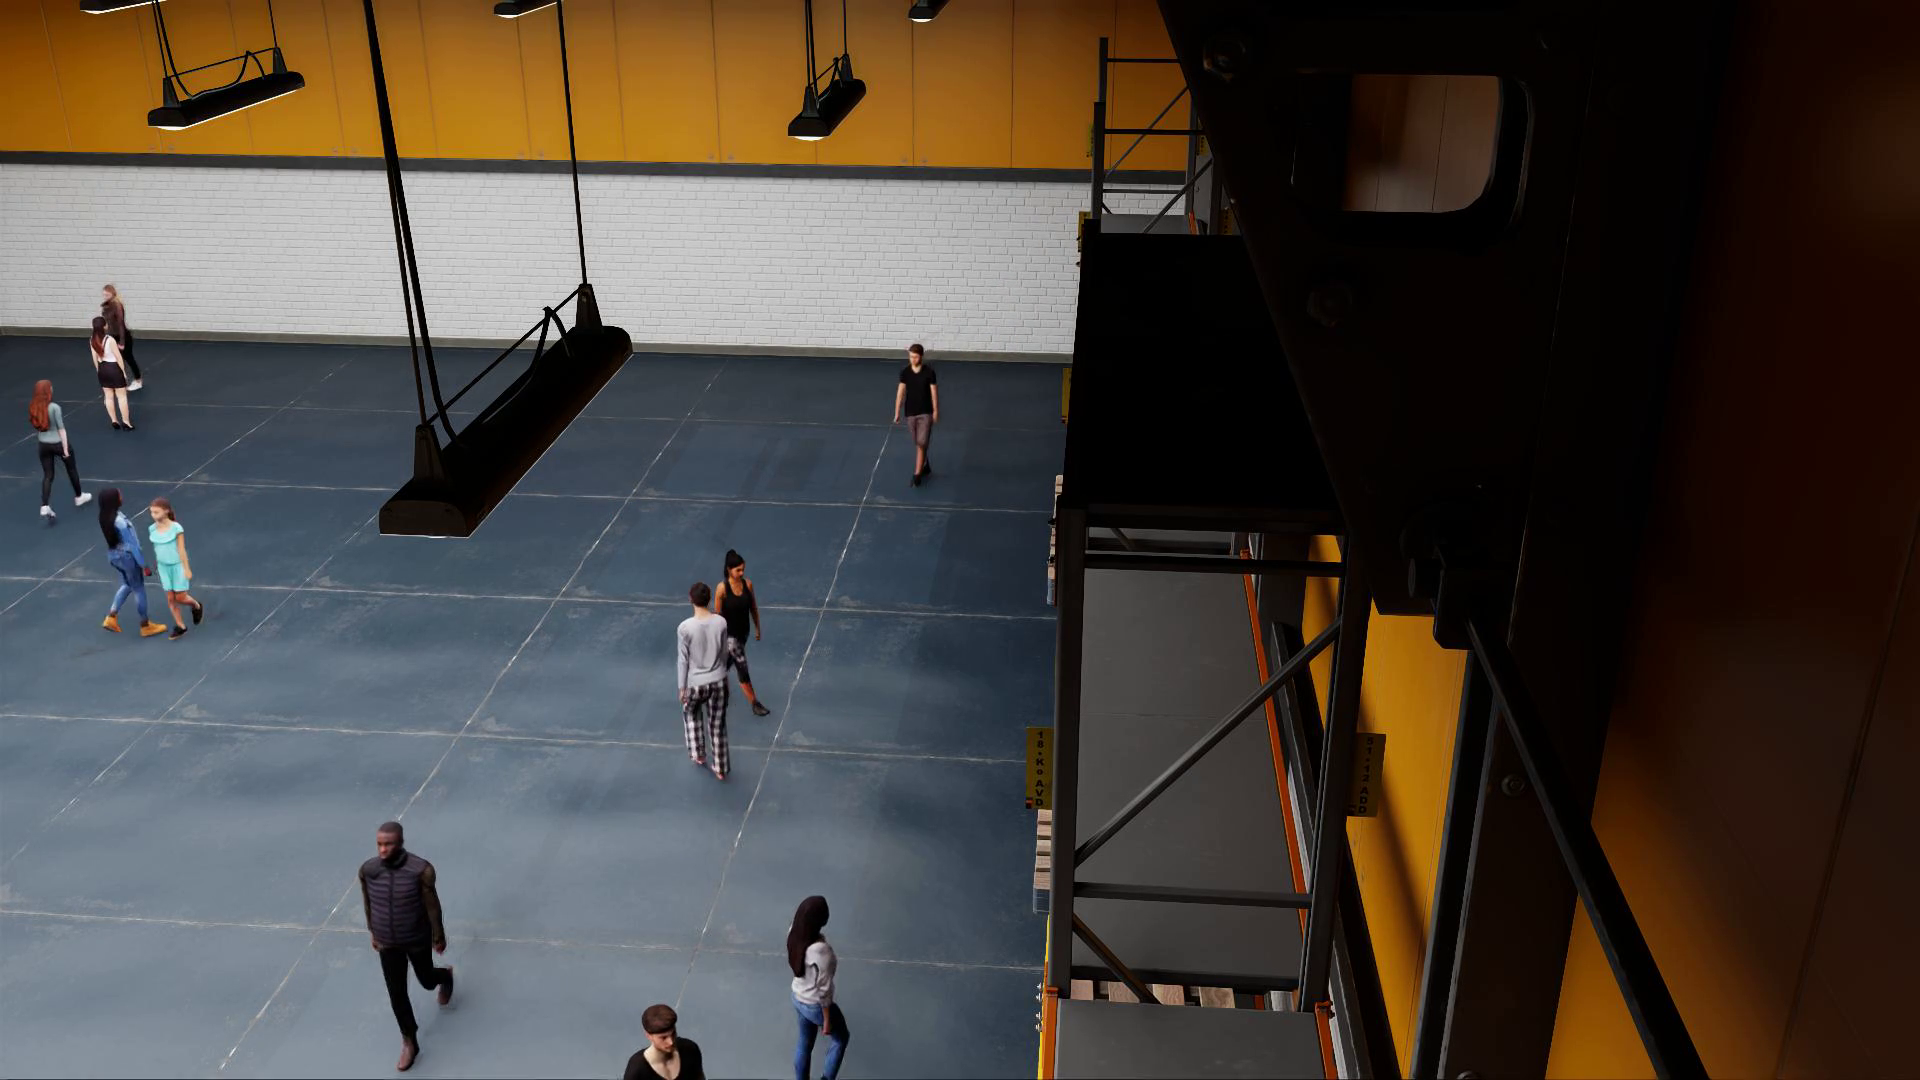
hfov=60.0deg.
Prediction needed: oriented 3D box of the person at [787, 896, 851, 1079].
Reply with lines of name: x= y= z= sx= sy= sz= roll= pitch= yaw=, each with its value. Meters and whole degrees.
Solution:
person: x=-1.024 y=3.080 z=10.935 sx=0.783 sy=1.621 sz=0.722 roll=-18 pitch=30 yaw=-36

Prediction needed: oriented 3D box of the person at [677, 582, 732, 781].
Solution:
person: x=-2.232 y=1.299 z=14.755 sx=0.852 sy=1.825 sz=0.924 roll=-11 pitch=26 yaw=-23

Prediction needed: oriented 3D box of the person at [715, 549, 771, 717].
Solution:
person: x=-2.219 y=0.862 z=16.009 sx=1.080 sy=1.621 sz=1.114 roll=20 pitch=31 yaw=39

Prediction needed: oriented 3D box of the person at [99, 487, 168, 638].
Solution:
person: x=-8.733 y=0.269 z=17.267 sx=0.878 sy=1.701 sz=0.968 roll=19 pitch=30 yaw=36

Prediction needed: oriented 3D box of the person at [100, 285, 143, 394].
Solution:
person: x=-12.505 y=-3.012 z=24.807 sx=0.787 sy=1.672 sz=0.867 roll=15 pitch=28 yaw=31

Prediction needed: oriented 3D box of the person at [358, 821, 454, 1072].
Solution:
person: x=-3.806 y=2.713 z=11.532 sx=0.710 sy=1.815 sz=1.070 roll=1 pitch=24 yaw=3

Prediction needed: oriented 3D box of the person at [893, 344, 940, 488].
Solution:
person: x=-0.489 y=-1.667 z=21.531 sx=0.870 sy=1.833 sz=1.098 roll=9 pitch=25 yaw=20

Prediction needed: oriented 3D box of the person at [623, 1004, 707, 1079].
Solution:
person: x=-1.757 y=3.465 z=9.765 sx=1.252 sy=1.854 sz=1.272 roll=-20 pitch=31 yaw=-38

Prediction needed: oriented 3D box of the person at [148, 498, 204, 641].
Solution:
person: x=-8.221 y=0.266 z=17.462 sx=0.593 sy=1.550 sz=0.736 roll=4 pitch=24 yaw=10

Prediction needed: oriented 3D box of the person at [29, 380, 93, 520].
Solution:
person: x=-11.145 y=-1.083 z=20.347 sx=0.577 sy=1.710 sz=1.119 roll=2 pitch=24 yaw=4

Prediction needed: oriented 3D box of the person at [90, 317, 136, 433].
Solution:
person: x=-11.882 y=-2.323 z=23.259 sx=0.556 sy=1.650 sz=0.517 roll=1 pitch=24 yaw=3
